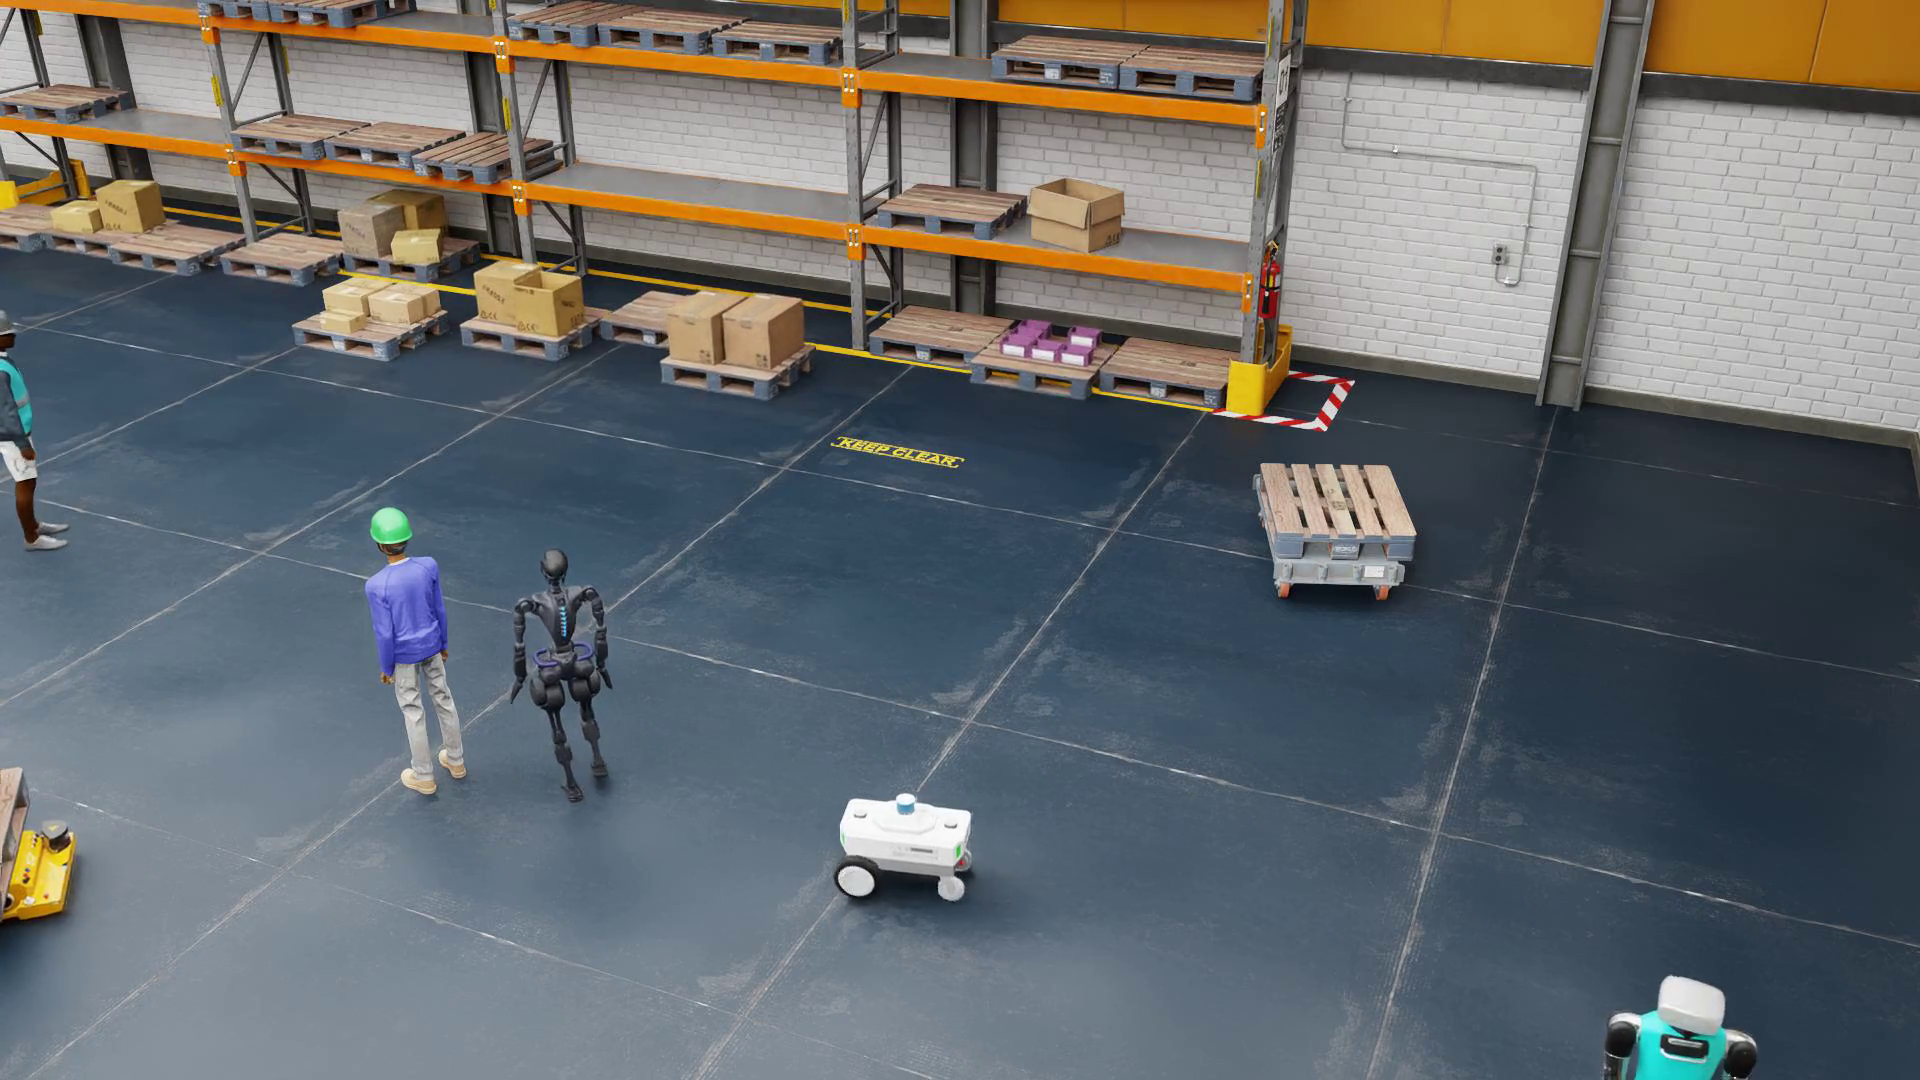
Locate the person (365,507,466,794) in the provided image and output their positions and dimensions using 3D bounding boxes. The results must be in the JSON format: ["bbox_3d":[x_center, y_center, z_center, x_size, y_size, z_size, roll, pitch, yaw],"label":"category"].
[{"bbox_3d":[-3.257,0.660,9.907,0.340,1.873,0.461,23,35,37],"label":"person"}]

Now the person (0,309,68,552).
[{"bbox_3d":[-7.244,-0.834,12.746,0.466,1.926,0.544,-14,30,-25],"label":"person"}]

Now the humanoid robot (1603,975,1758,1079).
[{"bbox_3d":[2.668,2.562,6.374,0.550,1.780,0.846,8,28,14],"label":"humanoid robot"}]

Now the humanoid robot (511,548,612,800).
[{"bbox_3d":[-2.375,0.785,9.870,0.599,1.656,0.373,-13,30,-24],"label":"humanoid robot"}]

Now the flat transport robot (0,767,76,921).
[{"bbox_3d":[-5.715,1.939,9.171,1.431,0.231,0.659,-9,29,-17],"label":"flat transport robot"}]

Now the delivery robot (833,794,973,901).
[{"bbox_3d":[-0.320,1.696,9.336,0.791,0.598,0.499,5,28,9],"label":"delivery robot"}]
